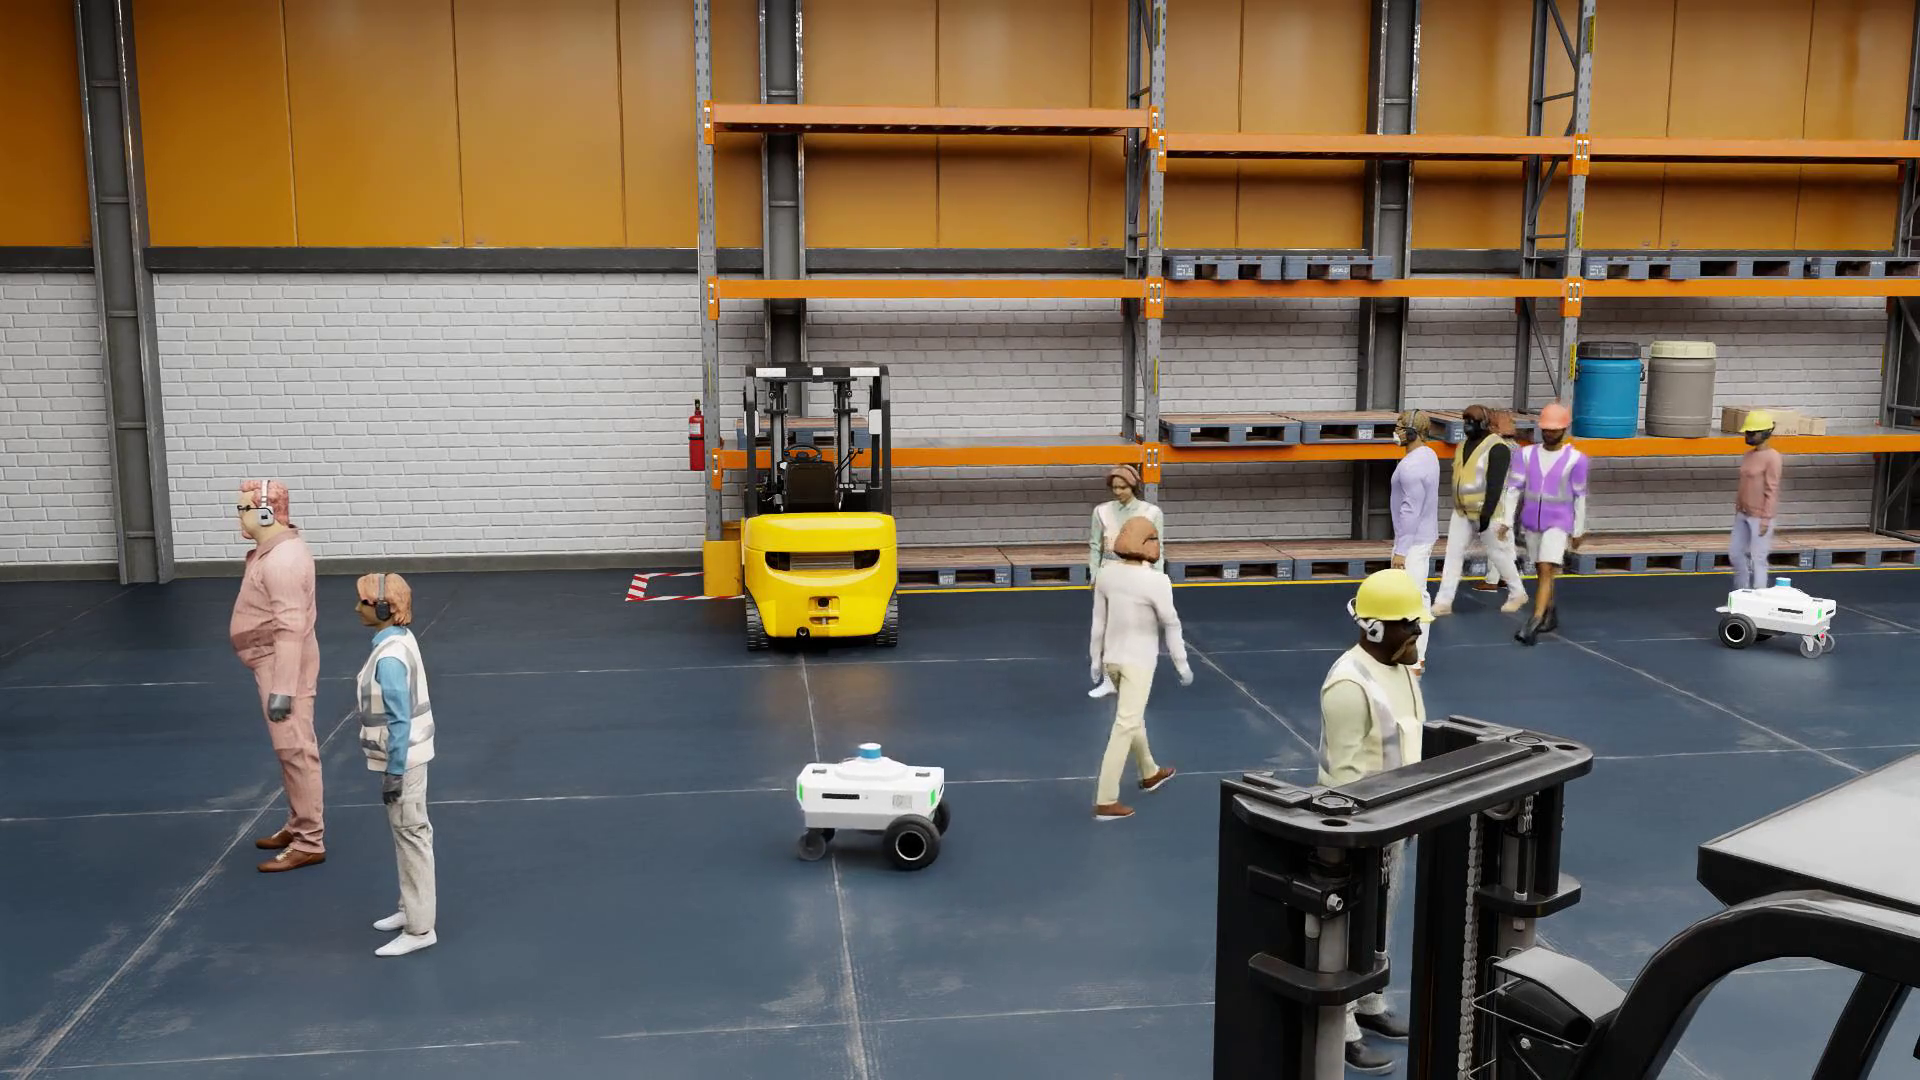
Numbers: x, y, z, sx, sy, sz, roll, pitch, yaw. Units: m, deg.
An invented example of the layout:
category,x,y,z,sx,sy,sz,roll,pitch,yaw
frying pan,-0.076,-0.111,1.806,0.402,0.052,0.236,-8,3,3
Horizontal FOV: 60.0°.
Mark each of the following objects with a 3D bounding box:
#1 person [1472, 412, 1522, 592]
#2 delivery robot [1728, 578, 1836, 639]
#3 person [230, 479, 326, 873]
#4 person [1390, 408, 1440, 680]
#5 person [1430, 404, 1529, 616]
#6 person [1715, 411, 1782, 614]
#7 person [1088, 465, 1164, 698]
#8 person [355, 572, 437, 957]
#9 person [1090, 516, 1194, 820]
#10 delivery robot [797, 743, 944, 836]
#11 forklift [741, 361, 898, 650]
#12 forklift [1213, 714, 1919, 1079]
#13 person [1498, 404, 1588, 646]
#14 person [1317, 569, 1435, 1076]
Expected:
category,x,y,z,sx,sy,sz,roll,pitch,yaw
person,4.894,-0.342,15.124,0.507,1.633,0.278,-6,11,-34
delivery robot,6.289,0.532,12.734,0.477,0.478,0.707,-9,13,-44
person,-3.318,0.649,8.087,0.399,1.909,0.642,-4,10,-21
person,3.205,0.032,11.841,0.372,1.940,0.630,4,10,24
person,4.424,-0.251,14.071,0.959,1.806,0.637,-4,10,-23
person,6.593,-0.195,13.843,0.341,1.760,0.530,-1,9,-5
person,1.108,0.303,11.116,0.530,1.626,0.372,4,10,24
person,-2.393,0.943,7.080,0.314,1.641,0.515,-3,9,-16
person,0.993,0.668,8.945,0.825,1.597,0.520,-7,12,-38
delivery robot,-0.442,1.252,8.238,0.707,0.478,0.477,1,9,6
forklift,-1.154,-0.340,13.365,1.214,2.155,2.313,-1,9,-7
forklift,1.441,1.425,2.350,1.214,2.155,2.313,-7,12,-39
person,4.599,-0.130,13.073,0.556,1.881,1.039,8,12,39
person,1.521,1.006,6.090,0.403,1.831,0.596,6,11,34
